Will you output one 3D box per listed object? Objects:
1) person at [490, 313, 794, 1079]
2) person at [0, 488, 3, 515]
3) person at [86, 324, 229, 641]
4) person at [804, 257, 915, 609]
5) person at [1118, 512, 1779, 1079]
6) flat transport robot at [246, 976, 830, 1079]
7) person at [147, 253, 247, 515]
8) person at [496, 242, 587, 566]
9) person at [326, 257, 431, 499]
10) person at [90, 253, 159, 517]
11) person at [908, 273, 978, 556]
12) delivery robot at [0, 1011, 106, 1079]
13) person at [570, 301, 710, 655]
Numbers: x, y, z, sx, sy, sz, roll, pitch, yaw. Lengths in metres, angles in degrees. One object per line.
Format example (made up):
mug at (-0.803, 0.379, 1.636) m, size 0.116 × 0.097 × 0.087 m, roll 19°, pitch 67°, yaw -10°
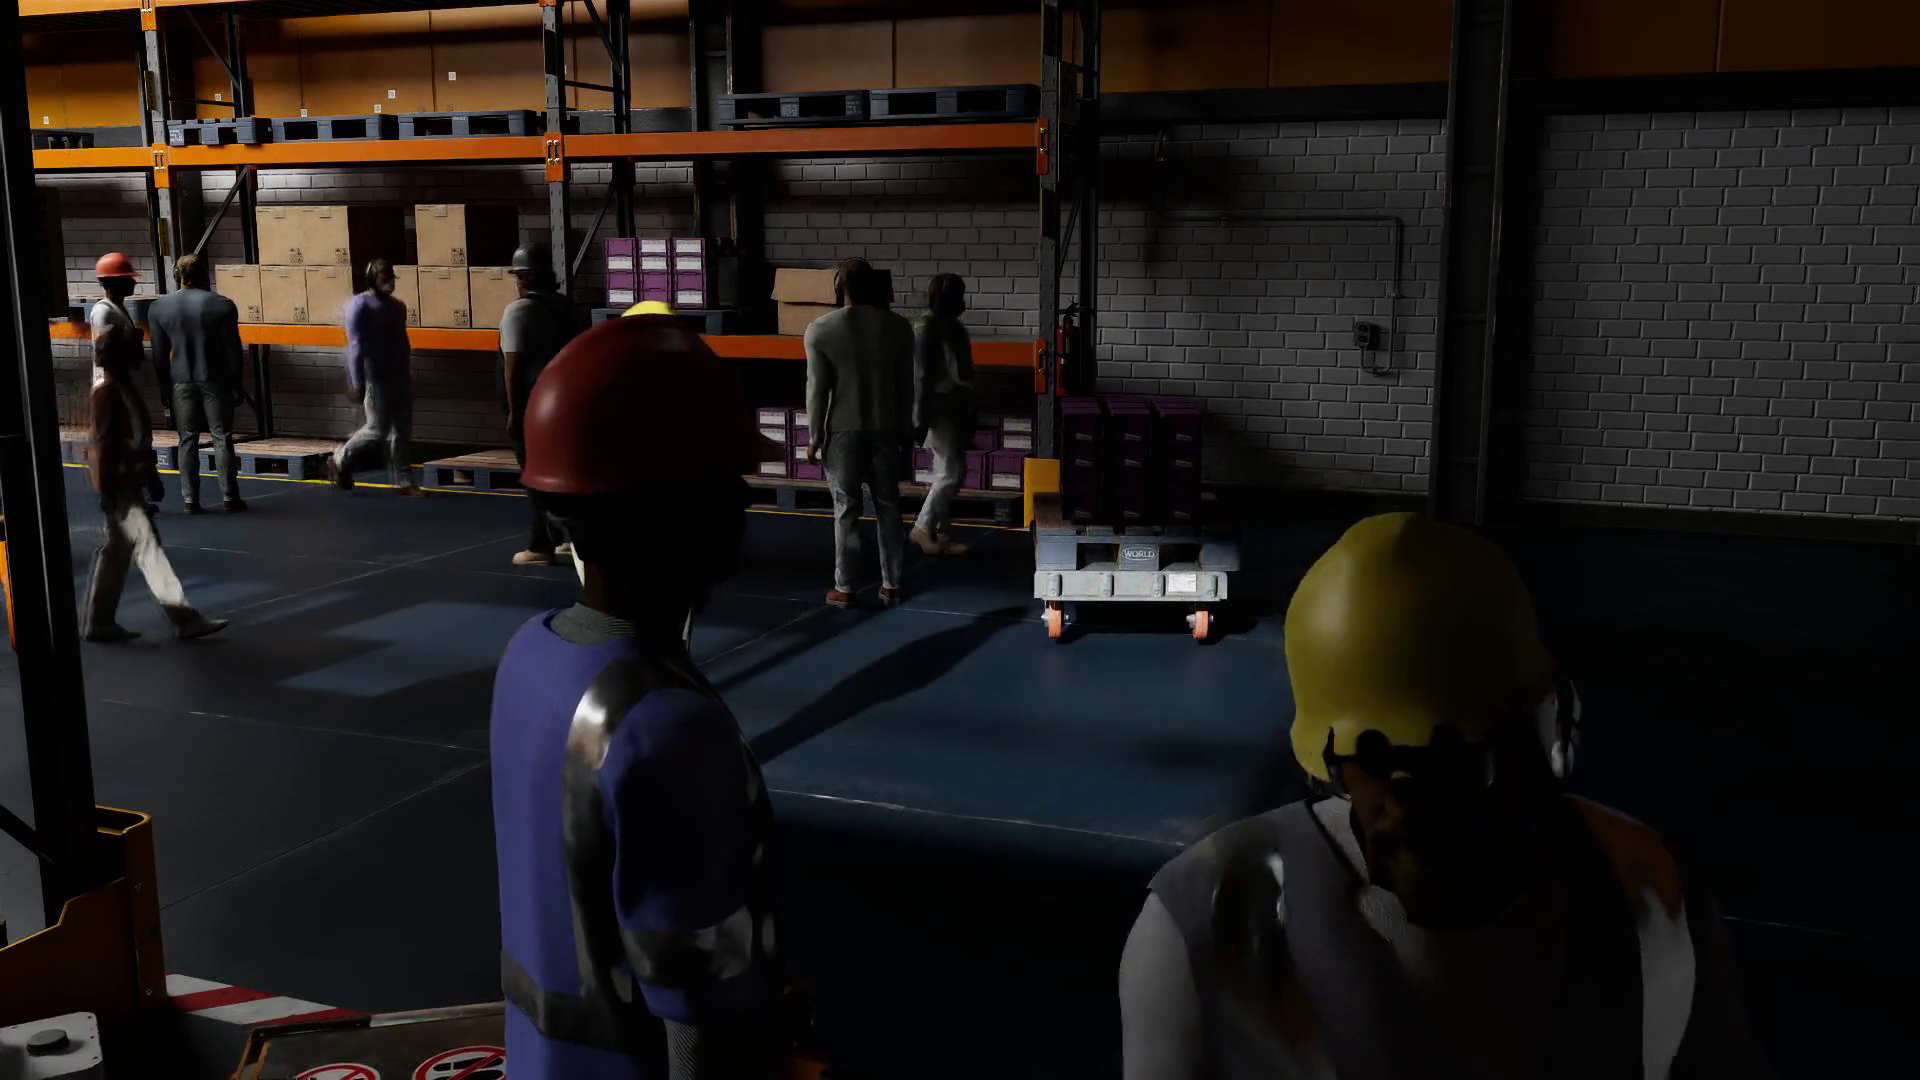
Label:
person at (-0.351, 0.709, 1.989) m, size 0.354 × 1.942 × 0.545 m, roll -7°, pitch 12°, yaw -33°
person at (-6.181, -0.750, 10.430) m, size 0.437 × 1.826 × 0.651 m, roll 9°, pitch 13°, yaw 40°
person at (-4.129, -0.280, 8.399) m, size 0.705 × 1.602 × 0.541 m, roll -3°, pitch 11°, yaw -17°
person at (-0.553, -0.582, 9.197) m, size 0.627 × 1.936 × 0.376 m, roll -3°, pitch 11°, yaw -19°
person at (0.521, 0.864, 1.532) m, size 0.681 × 1.779 × 0.891 m, roll -3°, pitch 11°, yaw -14°
flat transport robot at (-0.992, 1.243, 3.663) m, size 1.431 × 0.197 × 0.652 m, roll -2°, pitch 10°, yaw -13°
person at (-5.649, -1.153, 12.369) m, size 0.630 × 1.940 × 0.373 m, roll -3°, pitch 11°, yaw -16°
person at (-2.655, -0.871, 10.511) m, size 0.539 × 2.000 × 0.688 m, roll 5°, pitch 11°, yaw 25°
person at (-4.599, -1.256, 13.038) m, size 0.724 × 1.915 × 0.644 m, roll 3°, pitch 11°, yaw 18°
person at (-6.143, -1.111, 12.168) m, size 0.421 × 1.946 × 0.549 m, roll -3°, pitch 10°, yaw -14°
person at (-0.091, -0.788, 10.664) m, size 0.445 × 1.829 × 0.628 m, roll 4°, pitch 11°, yaw 20°
delivery robot at (-2.051, 1.134, 3.218) m, size 0.707 × 0.478 × 0.477 m, roll -6°, pitch 12°, yaw -30°
person at (-1.069, 0.106, 5.683) m, size 0.403 × 1.830 × 0.594 m, roll 9°, pitch 14°, yaw 41°
